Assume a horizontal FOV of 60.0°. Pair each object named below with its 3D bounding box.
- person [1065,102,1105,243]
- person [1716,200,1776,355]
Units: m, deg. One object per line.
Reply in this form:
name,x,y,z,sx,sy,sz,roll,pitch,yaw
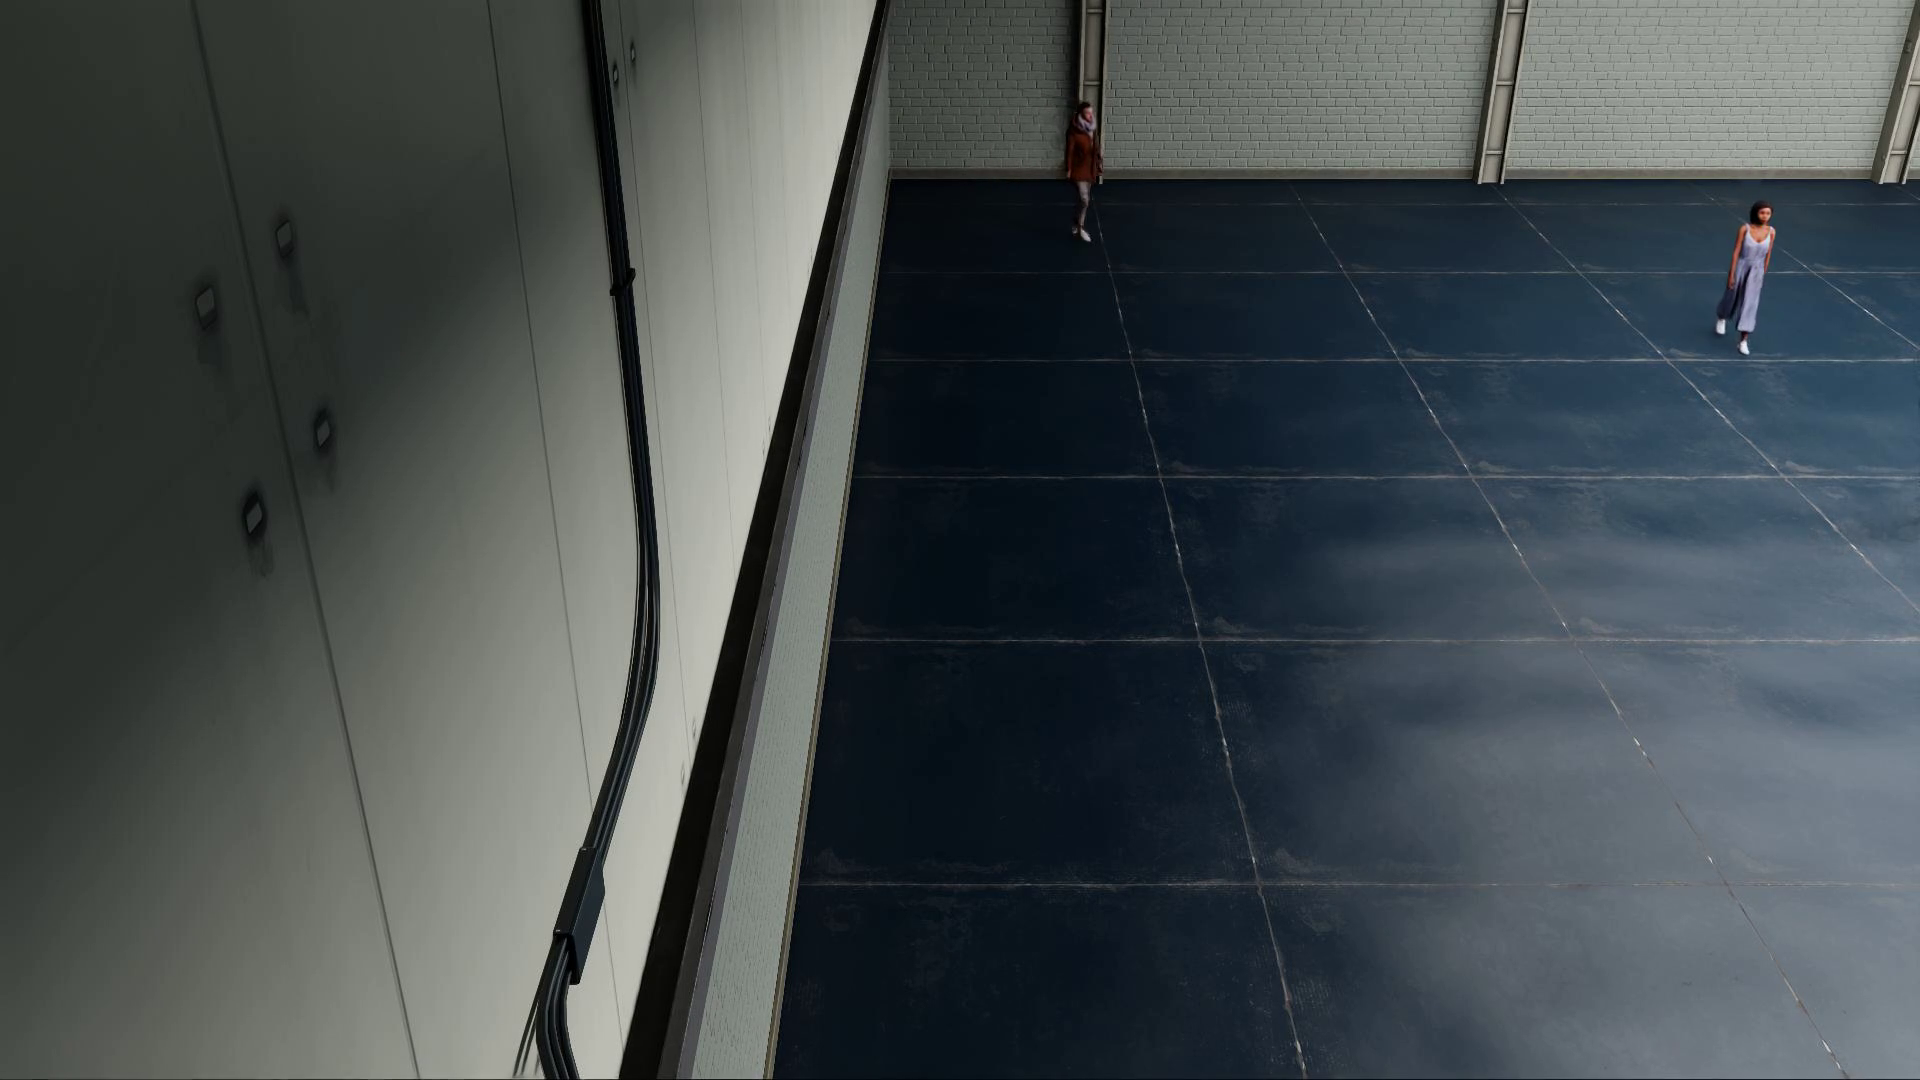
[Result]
person,1.571,-4.925,22.156,0.958,1.820,0.900,22,35,35
person,8.817,-3.003,18.724,1.132,1.655,0.836,7,29,13
